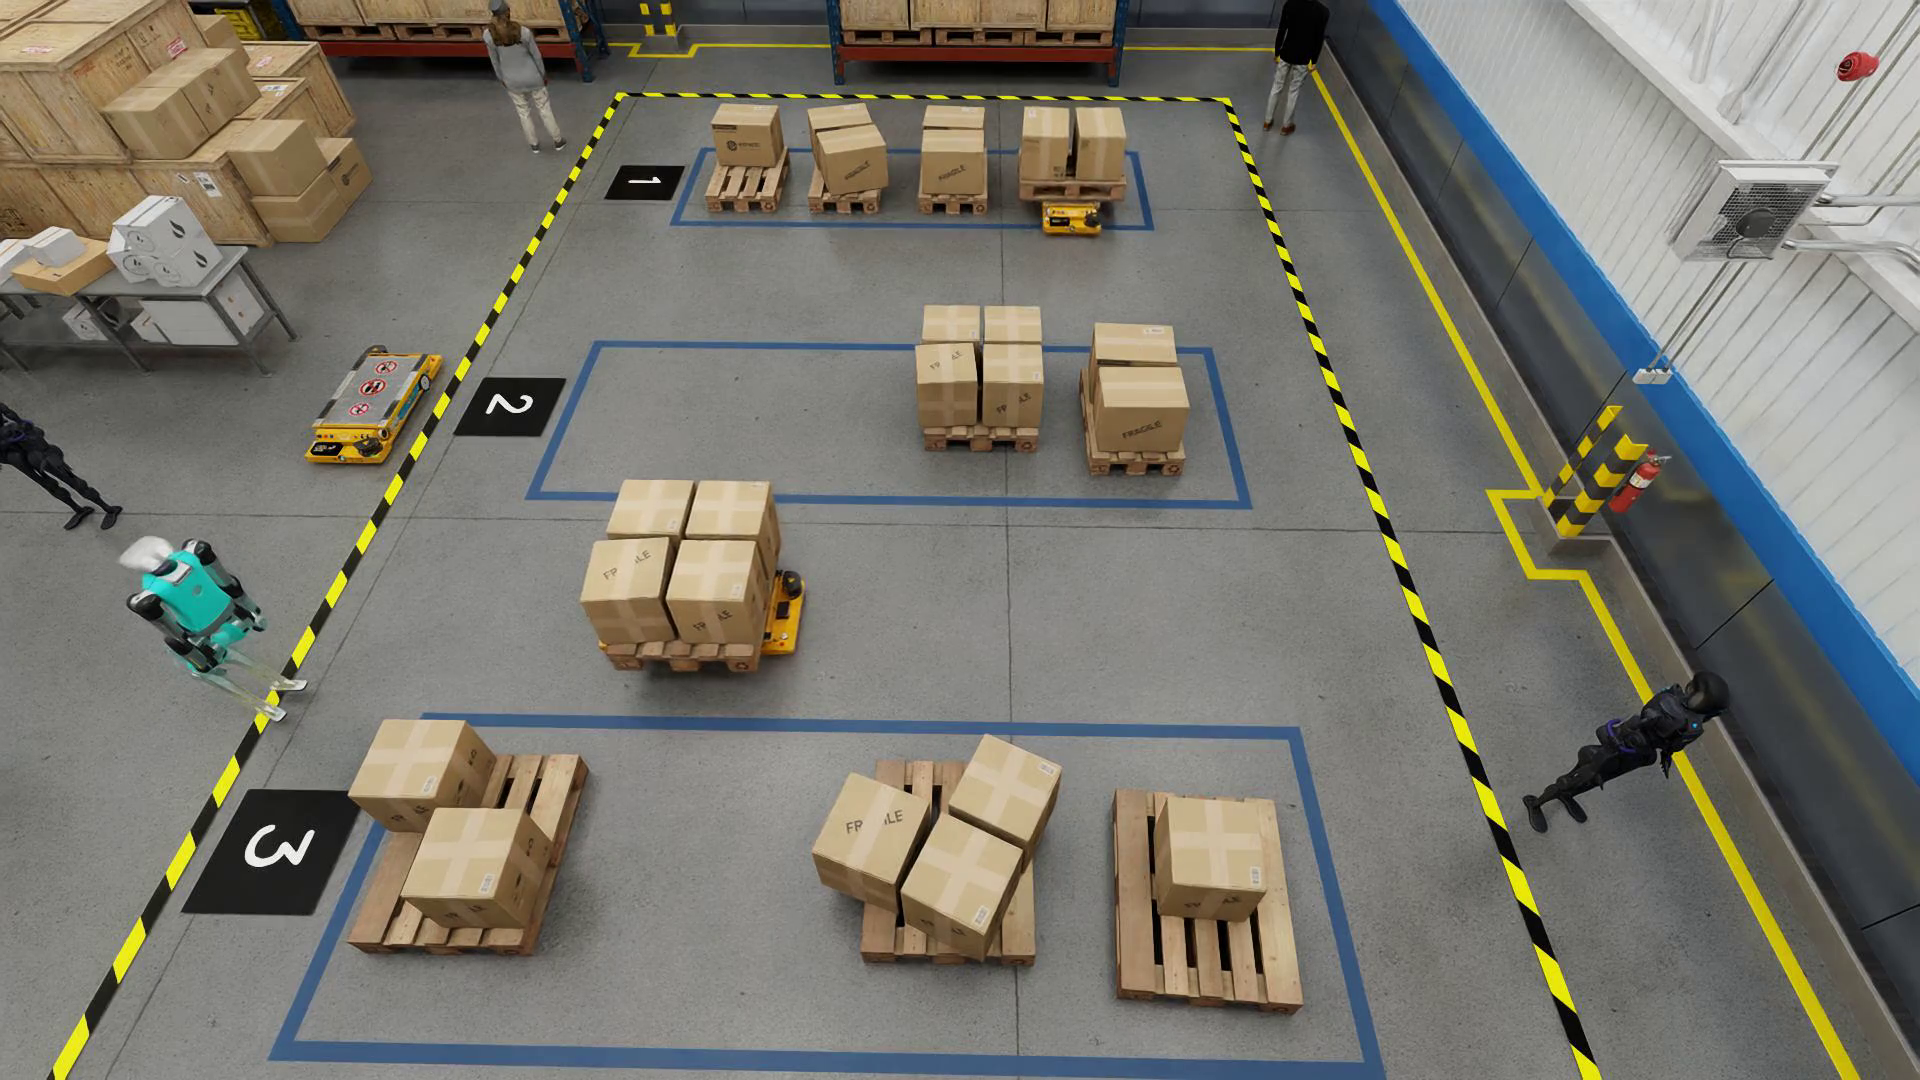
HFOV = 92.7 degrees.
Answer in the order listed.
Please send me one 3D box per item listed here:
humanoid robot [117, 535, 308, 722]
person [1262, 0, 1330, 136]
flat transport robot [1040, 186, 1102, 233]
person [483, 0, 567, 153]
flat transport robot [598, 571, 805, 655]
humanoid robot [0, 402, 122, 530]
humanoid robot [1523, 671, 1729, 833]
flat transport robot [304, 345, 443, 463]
[{"bbox_3d":[-4.862,0.558,5.845,0.735,1.677,0.533,9,50,8],"label":"humanoid robot"},{"bbox_3d":[4.177,-6.021,11.405,0.586,1.884,0.362,27,55,21],"label":"person"},{"bbox_3d":[1.286,-4.092,10.811,0.652,0.197,1.431,1,50,1],"label":"flat transport robot"},{"bbox_3d":[-5.312,-5.620,11.140,0.571,1.765,0.400,-10,50,-8],"label":"person"},{"bbox_3d":[-1.931,0.530,6.901,1.431,0.197,0.652,1,50,1],"label":"flat transport robot"},{"bbox_3d":[-7.195,-0.691,7.019,0.599,1.657,0.315,2,50,2],"label":"humanoid robot"},{"bbox_3d":[3.924,1.252,5.376,0.599,1.655,0.315,-7,50,-6],"label":"humanoid robot"},{"bbox_3d":[-5.383,-1.269,8.441,0.659,0.231,1.431,1,50,1],"label":"flat transport robot"}]
